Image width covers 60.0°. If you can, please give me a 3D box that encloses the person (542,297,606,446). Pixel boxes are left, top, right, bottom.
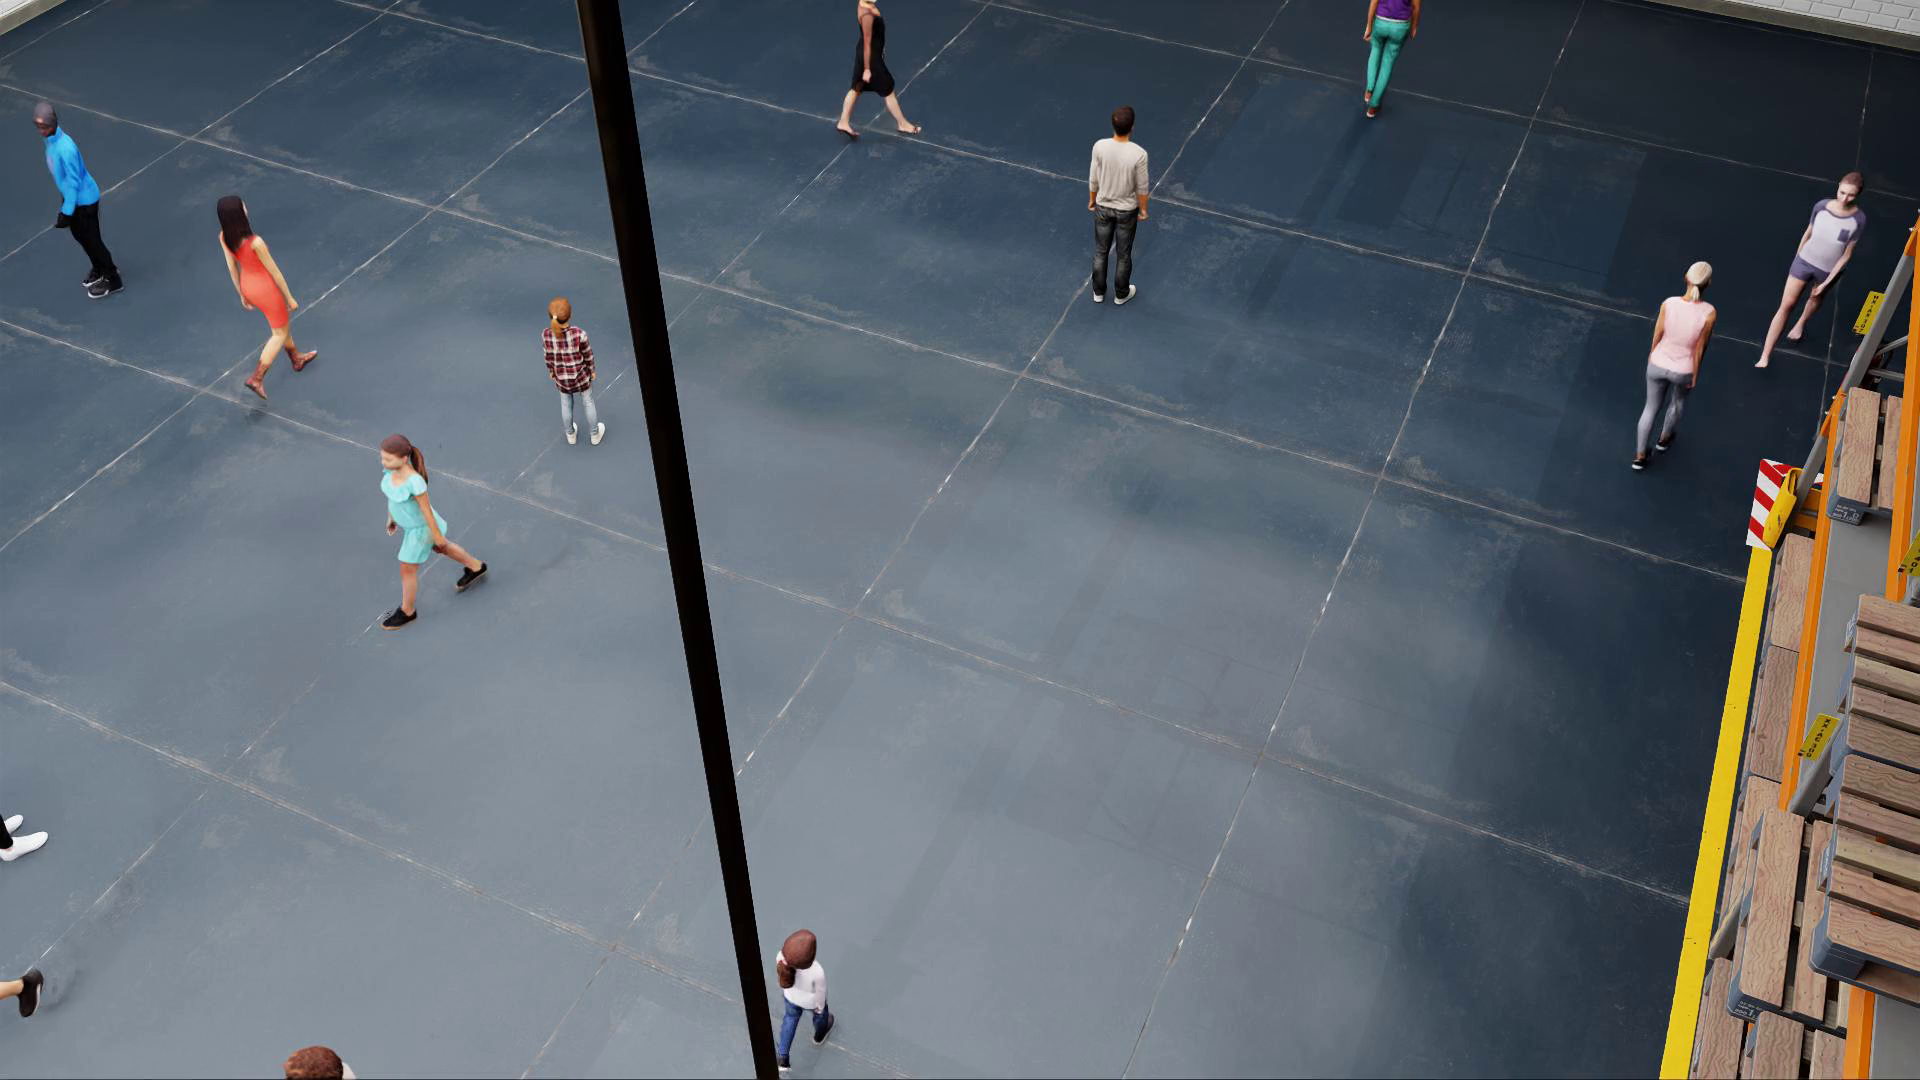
[{"bbox_3d":[-2.954,-1.275,12.647,0.591,1.304,0.601,1,44,1],"label":"person"}]

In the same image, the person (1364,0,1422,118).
[{"bbox_3d":[4.169,-4.938,16.168,0.632,1.750,0.728,16,46,17],"label":"person"}]

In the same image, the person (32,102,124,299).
[{"bbox_3d":[-7.322,-2.885,13.986,0.796,1.787,0.759,-33,52,-29],"label":"person"}]

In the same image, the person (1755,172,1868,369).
[{"bbox_3d":[6.919,-2.227,13.350,0.684,1.712,1.219,26,49,25],"label":"person"}]

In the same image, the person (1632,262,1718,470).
[{"bbox_3d":[5.242,-1.231,12.314,0.624,1.700,0.820,25,49,24],"label":"person"}]

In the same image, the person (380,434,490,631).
[{"bbox_3d":[-3.612,-0.139,11.296,1.130,1.521,0.885,-28,50,-26],"label":"person"}]

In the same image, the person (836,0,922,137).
[{"bbox_3d":[-0.935,-4.555,15.808,1.026,1.694,1.093,-4,44,-4],"label":"person"}]

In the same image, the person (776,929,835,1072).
[{"bbox_3d":[-0.862,2.454,8.884,0.458,1.094,0.709,16,46,16],"label":"person"}]

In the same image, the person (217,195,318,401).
[{"bbox_3d":[-5.484,-1.872,12.989,0.605,1.695,1.009,18,46,18],"label":"person"}]

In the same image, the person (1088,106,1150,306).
[{"bbox_3d":[1.304,-2.779,13.858,0.682,1.811,0.555,14,45,14],"label":"person"}]
